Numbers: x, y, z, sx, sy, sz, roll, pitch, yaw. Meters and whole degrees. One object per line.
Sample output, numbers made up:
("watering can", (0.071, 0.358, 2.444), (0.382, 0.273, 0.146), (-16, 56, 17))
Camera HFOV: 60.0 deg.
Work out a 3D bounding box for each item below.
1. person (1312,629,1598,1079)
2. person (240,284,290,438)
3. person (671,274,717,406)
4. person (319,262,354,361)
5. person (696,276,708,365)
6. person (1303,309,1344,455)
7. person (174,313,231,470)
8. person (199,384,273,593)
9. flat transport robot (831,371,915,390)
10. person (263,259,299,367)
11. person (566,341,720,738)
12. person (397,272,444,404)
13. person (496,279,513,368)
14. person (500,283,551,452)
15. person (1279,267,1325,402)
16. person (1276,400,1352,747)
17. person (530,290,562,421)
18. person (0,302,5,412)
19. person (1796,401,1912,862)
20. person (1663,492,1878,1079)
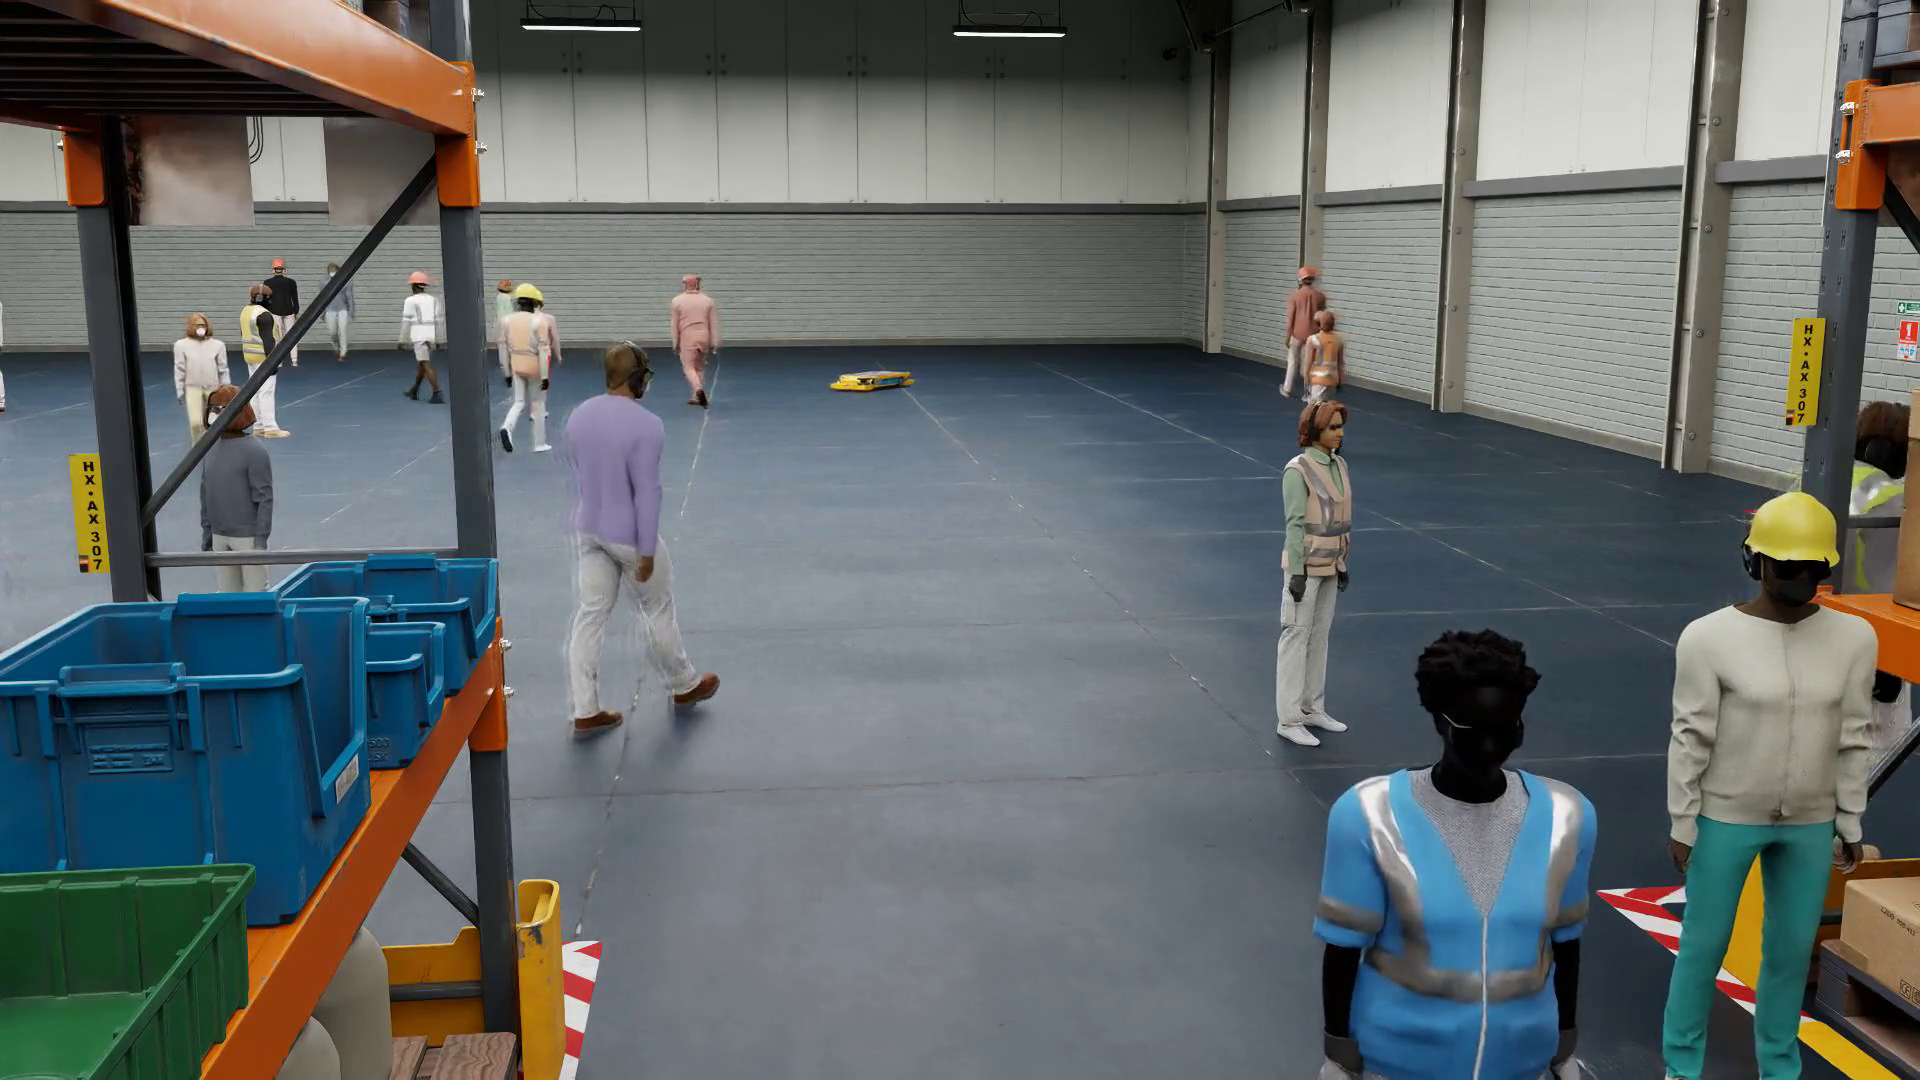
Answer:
("person", (0.939, 0.990, 3.188), (0.540, 1.696, 0.317), (0, 10, -3))
("person", (-8.376, -2.145, 20.001), (0.430, 1.837, 0.624), (-10, 14, -44))
("person", (-3.742, -2.820, 23.582), (0.654, 1.884, 0.756), (-7, 13, -35))
("person", (-12.048, -4.406, 32.151), (0.659, 1.921, 0.443), (-2, 11, -10))
("person", (-4.972, -4.072, 31.002), (0.536, 1.674, 0.689), (7, 13, 35))
("person", (4.015, -1.715, 18.238), (0.521, 1.620, 0.677), (-5, 12, -27))
("person", (-7.795, -1.526, 17.165), (0.522, 1.618, 0.425), (-7, 12, -34))
("person", (-3.852, -0.013, 8.855), (0.500, 1.636, 0.284), (5, 12, 27))
("flat transport robot", (-1.376, -2.550, 26.506), (0.652, 0.197, 1.431), (6, 12, 31))
("person", (-12.610, -4.215, 30.904), (0.625, 1.992, 0.389), (-8, 13, -37))
("person", (-1.603, -0.027, 8.207), (0.647, 1.891, 0.963), (6, 12, 31))
("person", (-7.858, -2.931, 24.149), (0.984, 1.882, 0.569), (6, 12, 30))
("person", (-8.314, -3.956, 30.472), (0.279, 1.634, 0.497), (-9, 13, -40))
("person", (-4.822, -1.886, 18.413), (0.586, 1.904, 0.729), (3, 11, 16))
("person", (5.051, -3.040, 24.565), (0.653, 1.951, 0.960), (-2, 10, -8))
("person", (1.697, 0.149, 7.958), (0.308, 1.641, 0.511), (8, 13, 37))
("person", (-5.518, -2.398, 21.696), (0.528, 1.725, 0.892), (2, 11, 10))
("person", (-13.380, -2.675, 22.707), (0.409, 1.907, 0.651), (3, 11, 17))
("person", (3.276, 0.386, 6.175), (0.492, 1.816, 0.658), (0, 10, 1))
("person", (2.136, 0.738, 4.408), (0.518, 1.757, 0.338), (0, 10, 0))
